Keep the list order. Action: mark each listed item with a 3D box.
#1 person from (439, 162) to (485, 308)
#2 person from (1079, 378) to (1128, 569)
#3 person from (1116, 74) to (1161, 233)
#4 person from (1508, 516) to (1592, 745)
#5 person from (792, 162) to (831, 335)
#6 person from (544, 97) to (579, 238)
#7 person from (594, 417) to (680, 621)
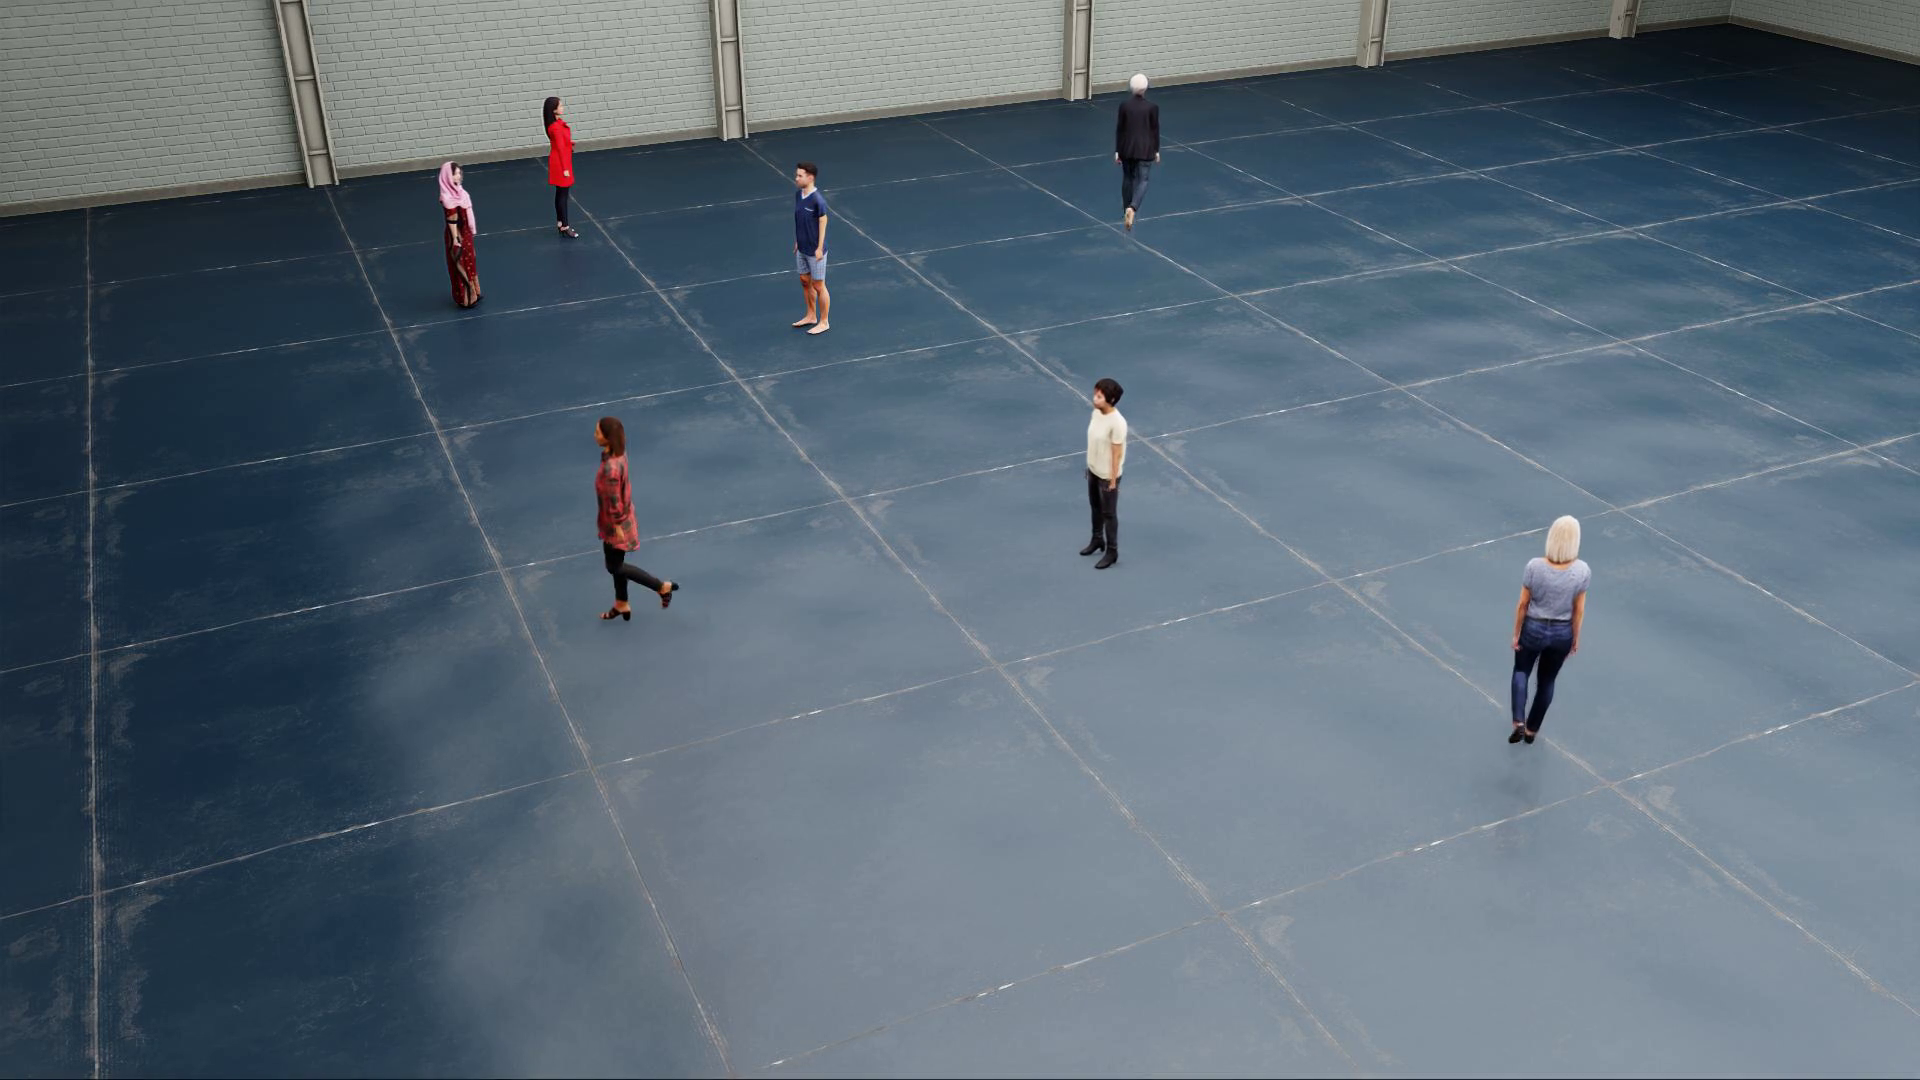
[{"bbox_3d":[-5.606,-3.427,18.602,0.754,1.636,0.753,1,28,1],"label":"person"},{"bbox_3d":[1.158,-0.548,13.249,0.462,1.587,0.589,-12,30,-21],"label":"person"},{"bbox_3d":[1.928,-4.282,18.458,1.115,1.772,1.091,10,29,17],"label":"person"},{"bbox_3d":[3.834,0.649,10.868,0.826,1.711,0.880,9,29,16],"label":"person"},{"bbox_3d":[-1.597,-3.153,17.863,0.634,1.848,0.673,-21,35,-34],"label":"person"},{"bbox_3d":[-5.003,-4.674,20.825,0.609,1.748,0.622,-11,30,-19],"label":"person"},{"bbox_3d":[-2.467,-0.131,12.356,0.944,1.690,0.786,-2,28,-4],"label":"person"}]
